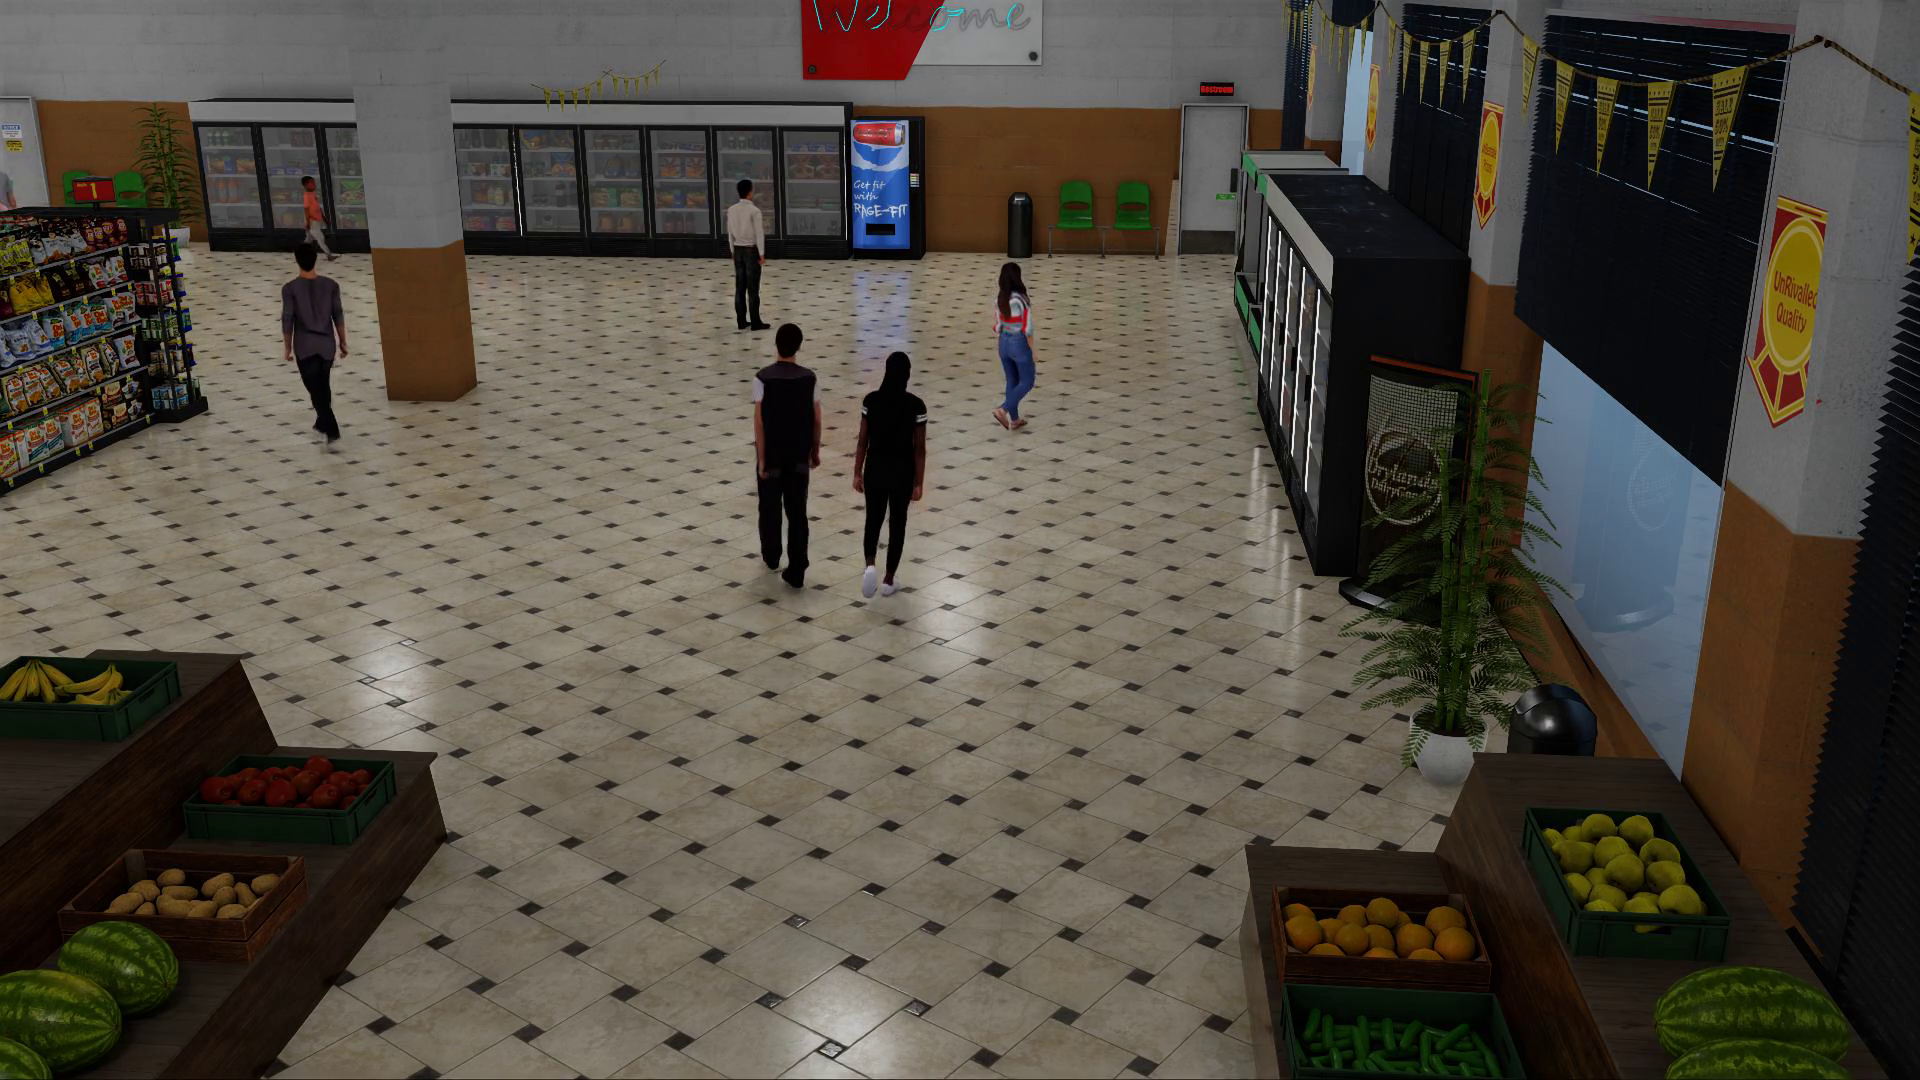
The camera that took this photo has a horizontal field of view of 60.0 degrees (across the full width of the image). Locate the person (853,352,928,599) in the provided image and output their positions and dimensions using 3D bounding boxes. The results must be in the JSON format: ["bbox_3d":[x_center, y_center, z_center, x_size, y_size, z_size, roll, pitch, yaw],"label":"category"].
[{"bbox_3d":[-0.484,-0.399,11.275,0.694,1.725,0.908,1,19,4],"label":"person"}]

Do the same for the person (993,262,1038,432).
[{"bbox_3d":[0.483,-1.779,15.557,0.874,1.603,0.954,17,25,41],"label":"person"}]

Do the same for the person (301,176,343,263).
[{"bbox_3d":[-9.807,-4.809,25.049,0.590,1.280,0.823,0,19,1],"label":"person"}]

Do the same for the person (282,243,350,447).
[{"bbox_3d":[-5.825,-1.730,15.086,1.171,1.813,1.224,-15,24,-38],"label":"person"}]

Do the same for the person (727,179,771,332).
[{"bbox_3d":[-2.600,-3.472,20.255,0.732,1.811,0.711,11,22,30],"label":"person"}]

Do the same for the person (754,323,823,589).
[{"bbox_3d":[-1.216,-0.550,11.604,0.850,1.801,1.050,-8,20,-22],"label":"person"}]
